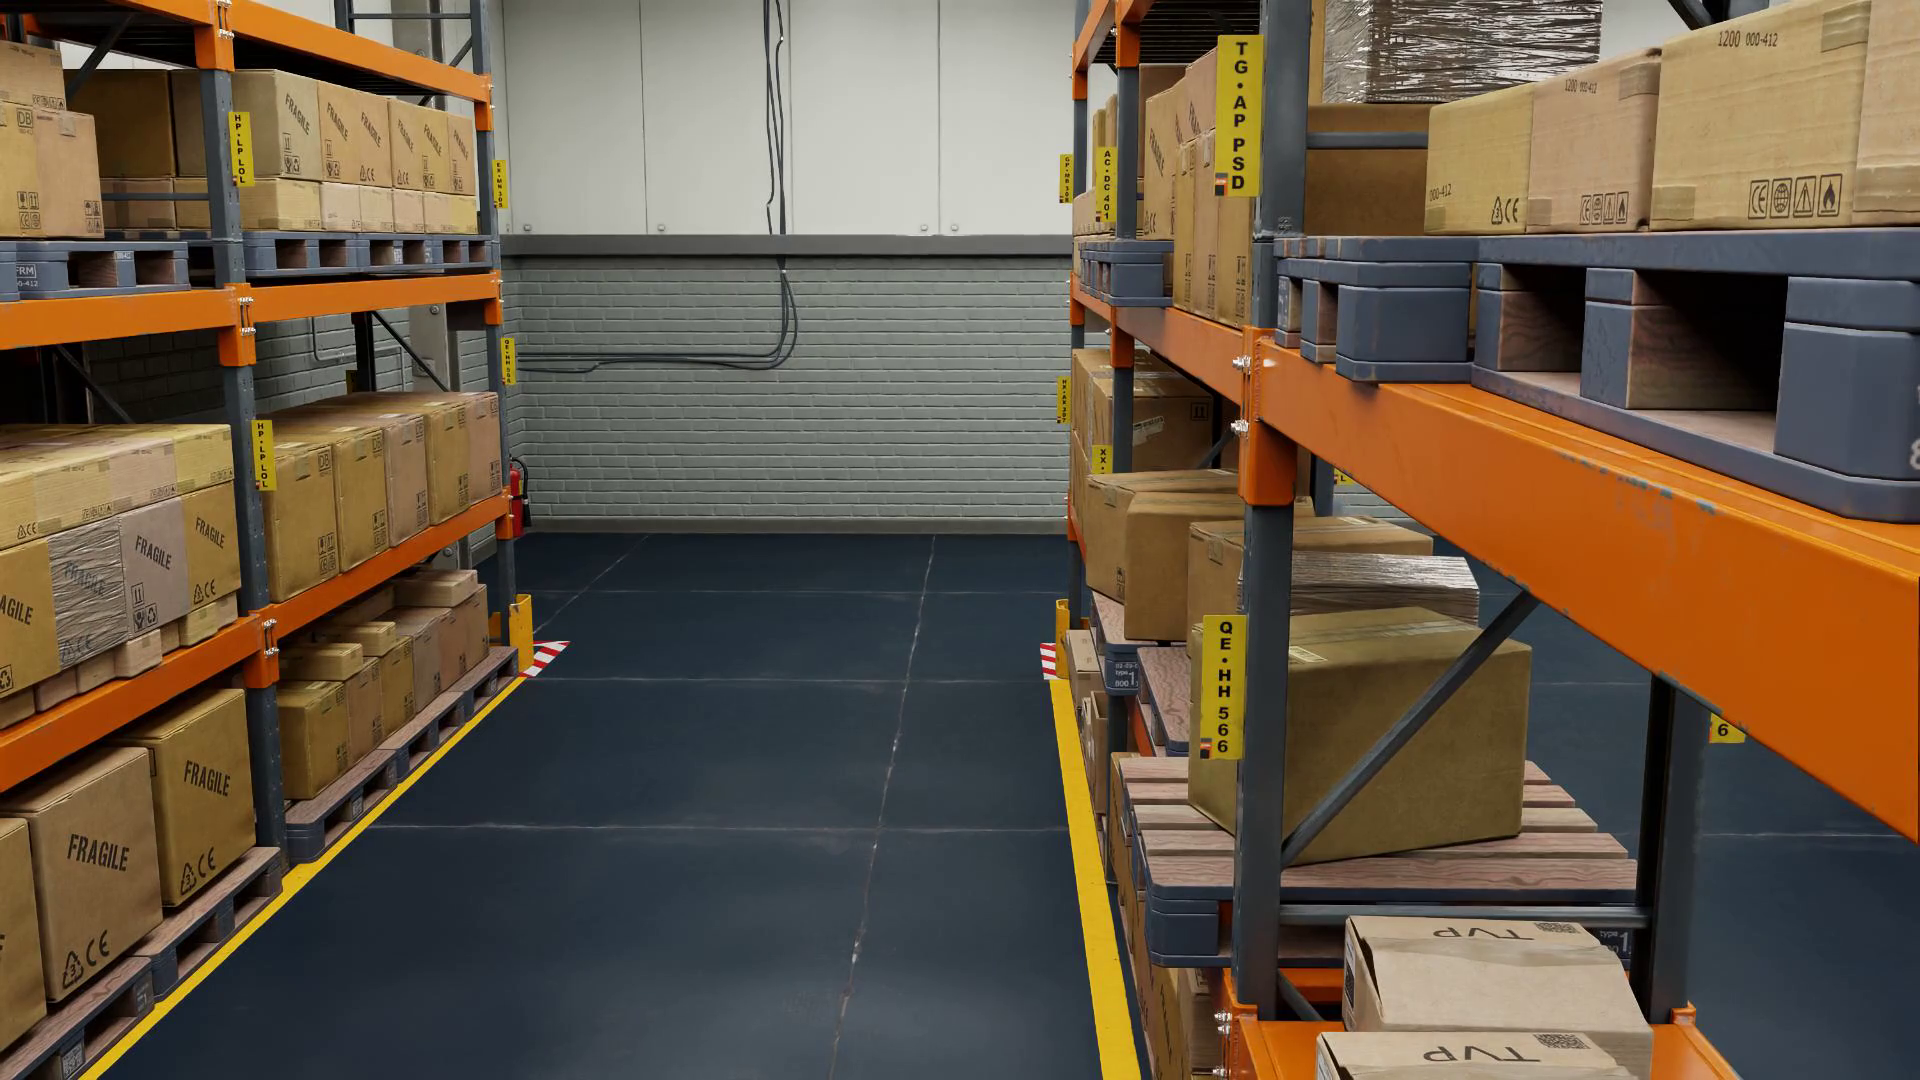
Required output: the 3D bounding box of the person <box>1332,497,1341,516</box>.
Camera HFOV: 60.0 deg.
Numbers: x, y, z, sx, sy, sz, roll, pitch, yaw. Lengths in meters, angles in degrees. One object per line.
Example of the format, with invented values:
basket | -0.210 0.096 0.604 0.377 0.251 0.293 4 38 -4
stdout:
person | 2.351 0.204 11.483 0.520 1.608 0.715 1 10 4
